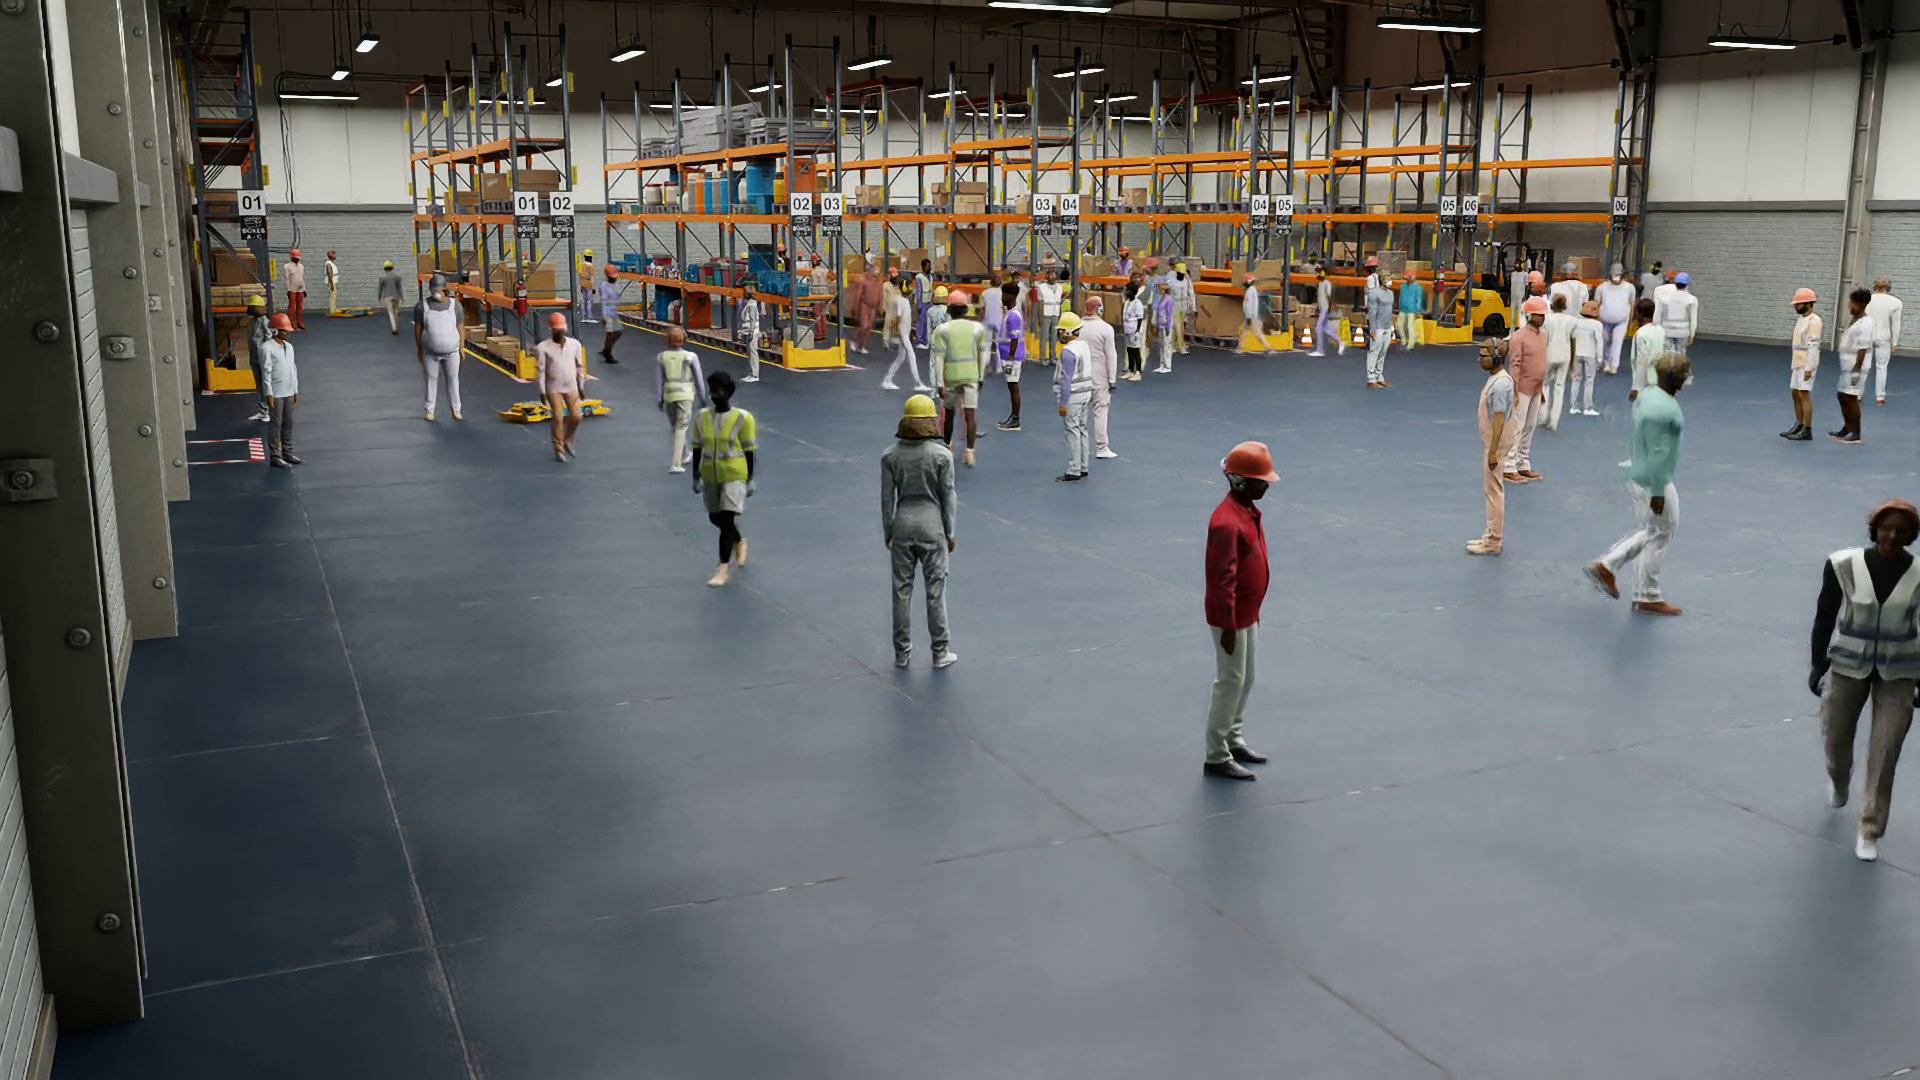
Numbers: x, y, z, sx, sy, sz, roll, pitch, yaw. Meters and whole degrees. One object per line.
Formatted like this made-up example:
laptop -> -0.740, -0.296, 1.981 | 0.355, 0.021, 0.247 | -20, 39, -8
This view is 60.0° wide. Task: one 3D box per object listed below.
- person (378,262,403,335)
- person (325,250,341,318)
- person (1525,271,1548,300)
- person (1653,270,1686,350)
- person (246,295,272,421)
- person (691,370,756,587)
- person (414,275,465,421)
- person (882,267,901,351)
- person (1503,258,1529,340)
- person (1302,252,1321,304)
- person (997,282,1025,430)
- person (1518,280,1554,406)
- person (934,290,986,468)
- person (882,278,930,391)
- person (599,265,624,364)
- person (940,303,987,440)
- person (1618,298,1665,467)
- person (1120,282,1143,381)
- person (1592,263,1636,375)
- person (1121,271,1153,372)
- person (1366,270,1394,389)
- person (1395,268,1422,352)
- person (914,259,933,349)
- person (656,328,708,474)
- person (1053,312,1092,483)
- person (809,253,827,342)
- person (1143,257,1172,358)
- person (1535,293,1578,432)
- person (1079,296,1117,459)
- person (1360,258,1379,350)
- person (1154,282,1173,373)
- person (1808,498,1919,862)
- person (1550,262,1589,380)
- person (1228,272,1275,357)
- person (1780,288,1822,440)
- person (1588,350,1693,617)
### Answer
person -> -13.605, -5.772, 39.697 | 0.542, 1.714, 0.928 | -8, 14, -35
person -> -17.271, -7.032, 45.765 | 0.388, 1.845, 0.565 | -2, 11, -12
person -> 9.361, -3.416, 27.161 | 0.369, 1.933, 0.551 | 9, 14, 37
person -> 12.877, -3.997, 30.356 | 0.587, 1.832, 0.941 | 2, 11, 8
person -> -9.728, -2.524, 23.111 | 0.491, 1.746, 0.285 | 8, 14, 35
person -> -1.830, -0.511, 13.074 | 0.536, 1.669, 0.762 | 4, 12, 20
person -> -7.229, -2.683, 23.167 | 0.673, 2.000, 0.535 | -4, 12, -20
person -> -1.401, -4.827, 34.792 | 0.563, 1.752, 0.327 | -9, 14, -39
person -> 12.596, -5.436, 37.588 | 0.328, 1.873, 0.520 | -7, 13, -32
person -> 9.510, -6.869, 44.998 | 0.529, 1.832, 0.931 | -1, 11, -6
person -> 0.678, -2.443, 22.139 | 0.367, 1.966, 0.606 | 0, 11, 2
person -> 8.575, -2.915, 24.766 | 0.634, 1.881, 0.441 | -2, 11, -12
person -> -0.013, -1.862, 19.115 | 0.631, 1.984, 1.066 | -2, 11, -11
person -> -0.889, -3.336, 27.039 | 0.885, 1.832, 0.551 | 2, 11, 11
person -> -6.681, -4.308, 31.814 | 0.642, 1.888, 0.595 | 6, 13, 28
person -> 0.011, -2.140, 21.212 | 0.526, 1.727, 0.604 | 8, 14, 35
person -> 7.771, -1.773, 18.866 | 0.397, 1.915, 0.587 | 10, 15, 40
person -> 2.959, -3.576, 28.582 | 0.317, 1.695, 0.540 | -4, 12, -20
person -> 11.737, -4.007, 29.895 | 0.693, 2.000, 1.006 | 5, 12, 24
person -> 3.207, -3.951, 30.168 | 0.593, 1.833, 0.480 | 3, 11, 13
person -> 6.933, -3.460, 27.377 | 0.373, 1.940, 0.628 | 11, 15, 43
person -> 9.307, -4.783, 34.600 | 0.439, 1.733, 0.580 | -9, 14, -38
person -> -0.767, -5.020, 35.391 | 0.391, 1.911, 0.584 | 5, 12, 25
person -> -3.105, -1.572, 18.662 | 0.516, 1.597, 0.846 | 4, 12, 20
person -> 1.202, -1.528, 17.866 | 0.404, 1.823, 0.587 | 4, 12, 21
person -> -3.185, -5.407, 37.126 | 0.388, 1.992, 0.625 | 4, 12, 20
person -> 3.881, -4.632, 33.140 | 0.848, 2.010, 0.602 | -5, 12, -23
person -> 7.911, -2.368, 22.099 | 0.527, 1.824, 0.618 | 2, 11, 8
person -> 1.578, -1.911, 19.589 | 0.639, 1.908, 0.409 | 8, 14, 34
person -> 8.672, -4.989, 35.154 | 0.370, 1.933, 0.553 | 7, 13, 31
person -> 3.704, -3.841, 30.099 | 0.313, 1.634, 0.514 | -3, 11, -13
person -> 4.158, 0.594, 7.570 | 0.523, 1.621, 0.614 | 6, 13, 30
person -> 10.441, -3.781, 28.746 | 0.682, 2.000, 0.537 | -4, 12, -20
person -> 5.893, -4.529, 33.404 | 0.869, 1.710, 0.576 | 2, 11, 10
person -> 10.726, -2.236, 21.198 | 0.390, 1.922, 0.554 | 1, 11, 7
person -> 4.915, -0.405, 11.911 | 0.558, 1.924, 0.626 | 5, 12, 24
